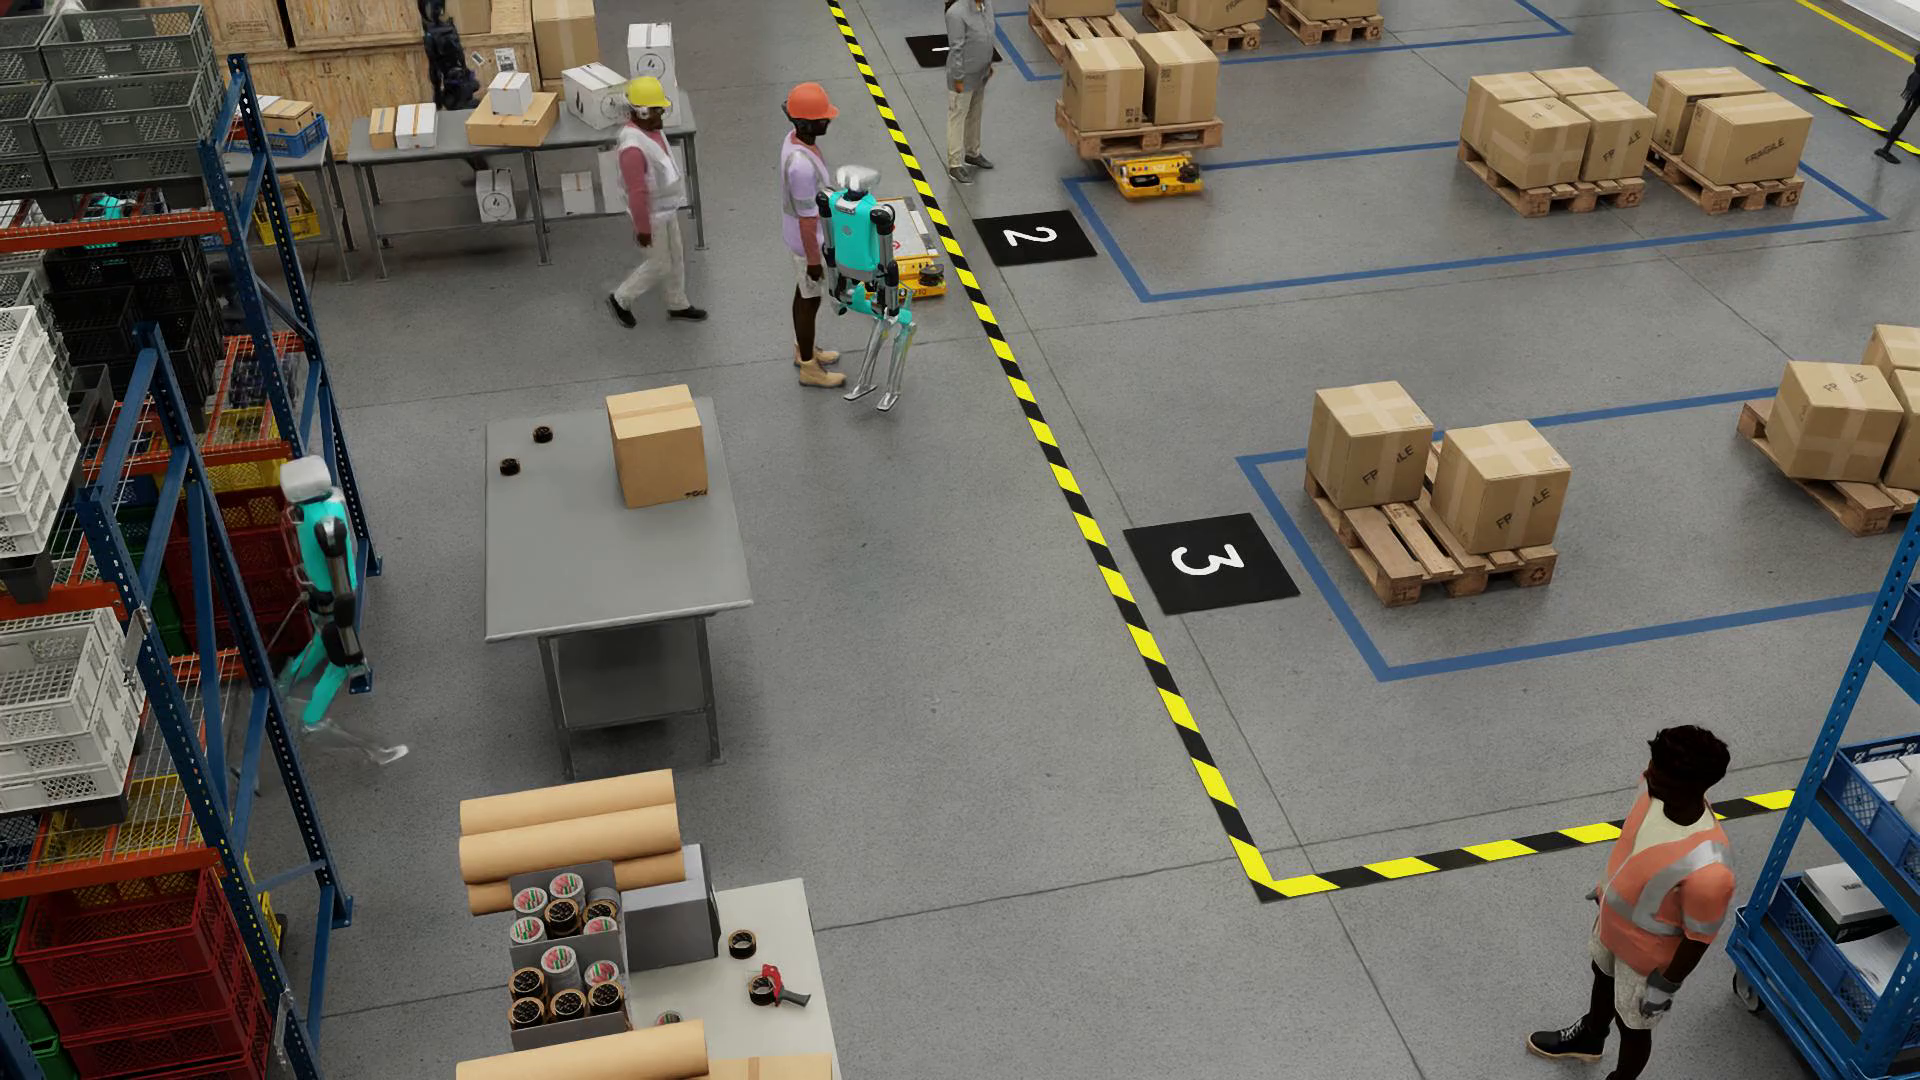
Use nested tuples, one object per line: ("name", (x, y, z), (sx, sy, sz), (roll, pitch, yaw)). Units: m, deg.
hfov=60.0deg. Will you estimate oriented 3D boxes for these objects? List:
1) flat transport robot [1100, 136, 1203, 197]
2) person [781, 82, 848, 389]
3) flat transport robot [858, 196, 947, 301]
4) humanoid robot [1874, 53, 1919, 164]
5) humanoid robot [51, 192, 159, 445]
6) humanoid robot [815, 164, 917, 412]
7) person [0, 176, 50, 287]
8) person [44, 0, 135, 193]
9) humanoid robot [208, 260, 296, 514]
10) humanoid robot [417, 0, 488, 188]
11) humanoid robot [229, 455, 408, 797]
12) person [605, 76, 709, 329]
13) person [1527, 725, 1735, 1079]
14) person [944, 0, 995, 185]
("flat transport robot", (1.492, -3.285, 13.945), (0.652, 0.197, 1.431), (-8, 37, -10))
("person", (-0.941, -1.953, 10.694), (0.394, 2.042, 0.608), (-4, 37, -6))
("flat transport robot", (-0.570, -2.220, 12.538), (0.659, 0.231, 1.431), (-8, 37, -10))
("humanoid robot", (7.979, -3.795, 13.488), (0.613, 1.631, 0.650), (-14, 39, -18))
("humanoid robot", (-5.083, -1.314, 10.006), (0.531, 1.690, 0.741), (-5, 37, -6))
("humanoid robot", (-0.495, -1.629, 10.397), (0.533, 1.681, 0.735), (21, 41, 26))
("person", (-5.912, -1.668, 10.443), (0.582, 1.882, 0.350), (-30, 46, -34))
("person", (-6.912, -3.667, 13.078), (0.400, 1.943, 0.609), (-25, 43, -29))
("humanoid robot", (-3.980, -0.824, 9.478), (0.351, 1.652, 0.600), (1, 37, 1))
("humanoid robot", (-3.945, -3.509, 13.089), (0.368, 1.637, 0.600), (-29, 46, -33))
("humanoid robot", (-3.160, 0.499, 7.672), (0.932, 1.775, 0.547), (-20, 41, -25))
("person", (-2.119, -2.271, 11.312), (0.561, 1.816, 0.607), (3, 37, 5))
("person", (2.528, 1.443, 6.193), (0.362, 1.962, 0.611), (-1, 37, -2))
("person", (0.072, -3.780, 13.376), (0.395, 1.769, 0.561), (20, 41, 25))
